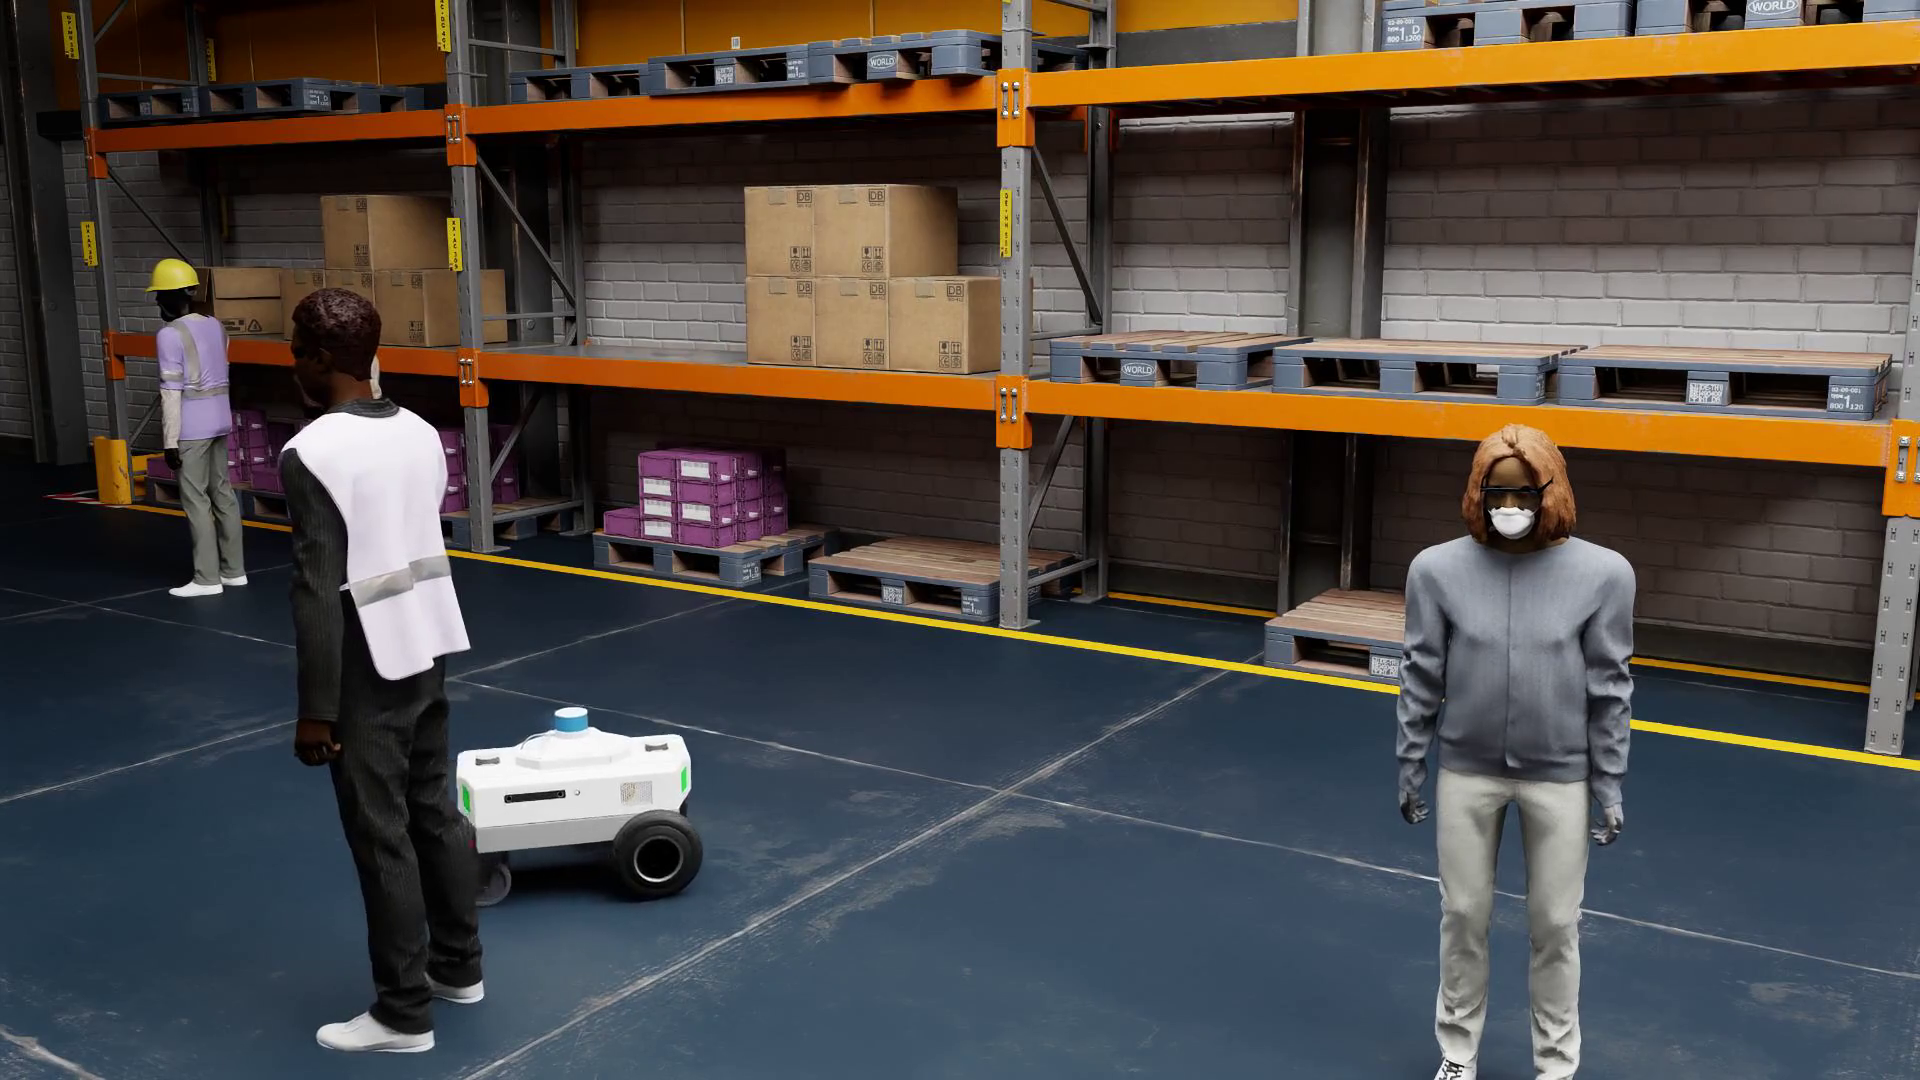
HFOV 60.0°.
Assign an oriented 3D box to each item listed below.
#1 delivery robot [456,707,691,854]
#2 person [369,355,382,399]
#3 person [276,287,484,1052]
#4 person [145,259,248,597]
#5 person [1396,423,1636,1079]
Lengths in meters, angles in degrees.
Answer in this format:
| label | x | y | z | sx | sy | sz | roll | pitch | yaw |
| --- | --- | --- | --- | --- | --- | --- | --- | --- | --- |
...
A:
| label | x | y | z | sx | sy | sz | roll | pitch | yaw |
| --- | --- | --- | --- | --- | --- | --- | --- | --- | --- |
| delivery robot | -1.213 | 0.770 | 5.221 | 0.707 | 0.478 | 0.477 | -3 | 11 | -15 |
| person | -3.718 | -0.617 | 10.211 | 0.281 | 1.625 | 0.493 | 5 | 11 | 25 |
| person | -1.458 | 0.329 | 4.196 | 0.409 | 1.909 | 0.594 | 2 | 10 | 12 |
| person | -4.375 | -0.633 | 9.492 | 0.398 | 1.919 | 0.592 | 2 | 10 | 9 |
| person | 1.242 | 0.552 | 3.775 | 0.504 | 1.607 | 0.299 | 4 | 11 | 21 |
